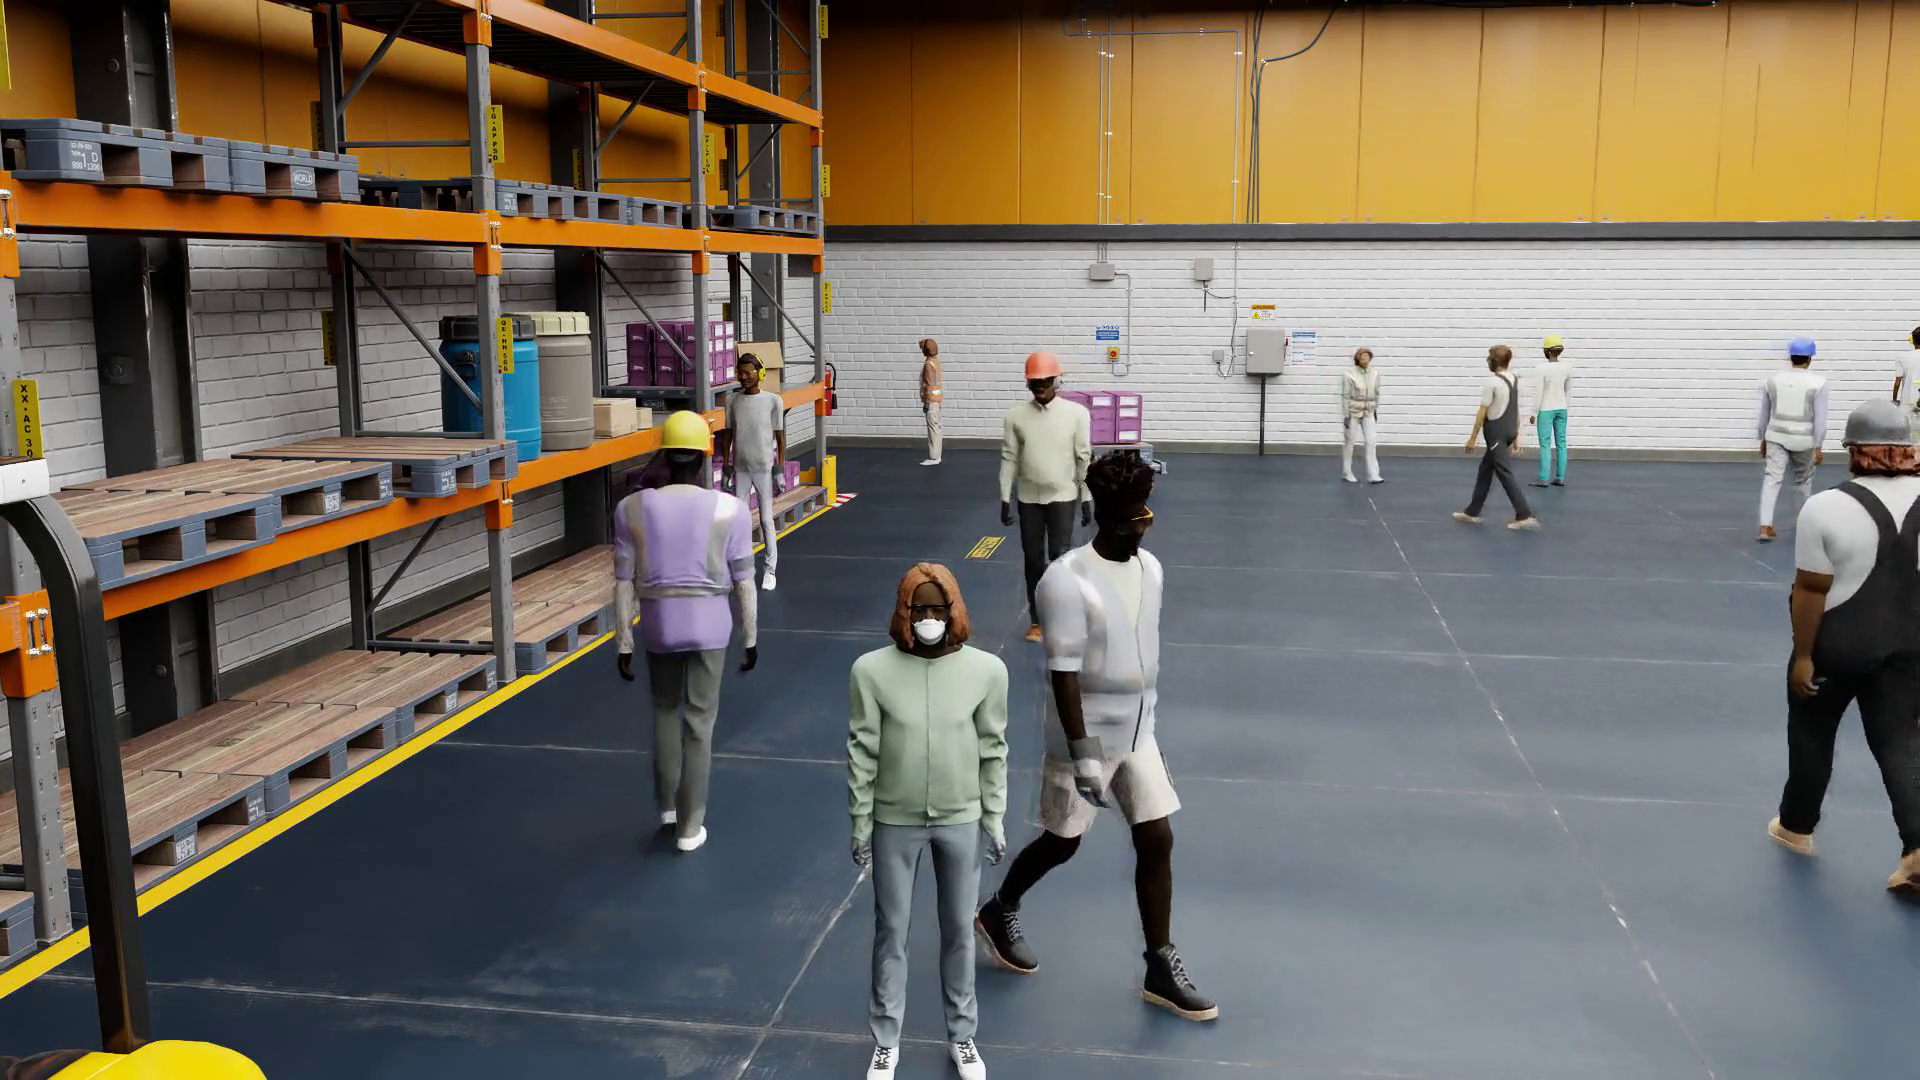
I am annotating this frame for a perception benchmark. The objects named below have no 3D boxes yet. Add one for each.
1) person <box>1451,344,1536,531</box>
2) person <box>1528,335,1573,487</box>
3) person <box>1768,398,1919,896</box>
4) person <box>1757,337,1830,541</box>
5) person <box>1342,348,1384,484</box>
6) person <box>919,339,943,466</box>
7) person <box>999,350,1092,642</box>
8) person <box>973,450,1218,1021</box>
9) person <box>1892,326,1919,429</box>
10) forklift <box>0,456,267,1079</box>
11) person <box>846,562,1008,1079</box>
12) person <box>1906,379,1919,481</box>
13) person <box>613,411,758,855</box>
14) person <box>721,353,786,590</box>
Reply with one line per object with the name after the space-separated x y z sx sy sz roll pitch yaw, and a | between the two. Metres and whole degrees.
5.248 -0.996 16.147 0.526 1.802 0.960 -8 12 -41 | person
6.841 -1.490 19.281 0.523 1.769 0.324 -3 10 -19 | person
3.737 0.396 6.805 0.689 2.000 0.963 0 9 2 | person
7.737 -0.936 15.479 0.623 1.900 0.984 9 13 43 | person
4.726 -1.445 19.482 0.535 1.596 0.772 -3 10 -16 | person
-0.372 -1.776 21.441 0.312 1.638 0.512 2 9 10 | person
0.564 -0.288 11.216 0.643 1.974 0.441 3 10 17 | person
0.437 0.635 5.703 0.596 1.924 0.910 -8 12 -41 | person
11.221 -1.584 19.539 0.515 1.873 0.329 4 10 25 | person
-2.328 0.975 2.765 2.313 2.155 1.214 1 9 9 | forklift
-0.097 0.874 5.111 0.500 1.633 0.286 -1 9 -7 | person
7.133 -0.384 12.245 0.403 1.837 0.591 9 13 43 | person
-1.175 0.391 7.236 0.601 1.903 0.567 0 9 0 | person
-1.628 -0.534 13.067 0.536 1.869 0.314 2 9 11 | person
